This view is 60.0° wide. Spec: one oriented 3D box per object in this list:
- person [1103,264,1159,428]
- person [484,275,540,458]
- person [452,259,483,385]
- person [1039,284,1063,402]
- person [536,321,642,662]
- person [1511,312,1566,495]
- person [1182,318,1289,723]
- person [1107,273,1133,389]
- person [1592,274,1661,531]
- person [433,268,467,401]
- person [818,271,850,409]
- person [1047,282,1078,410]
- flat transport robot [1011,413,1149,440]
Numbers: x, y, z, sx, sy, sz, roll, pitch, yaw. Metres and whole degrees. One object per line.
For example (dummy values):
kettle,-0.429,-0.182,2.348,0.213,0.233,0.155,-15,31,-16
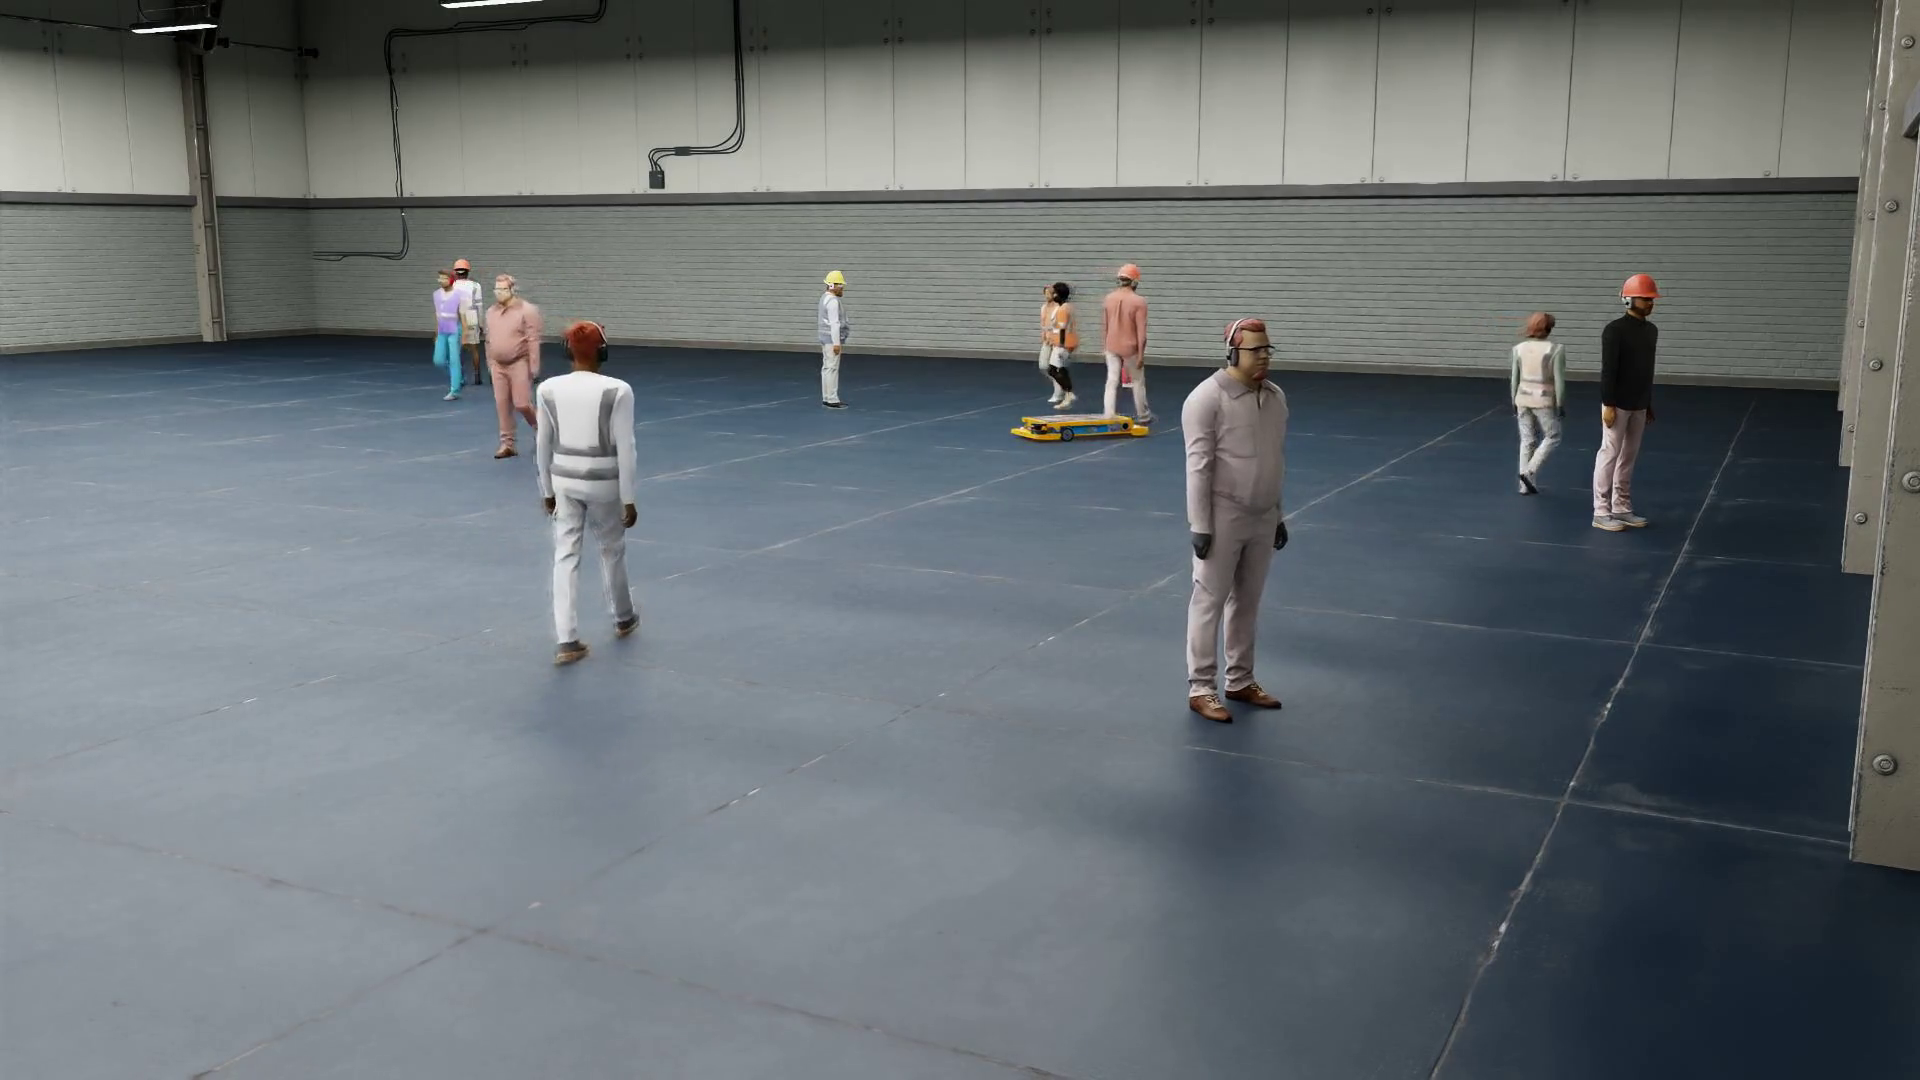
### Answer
person,1.981,-2.233,19.447,0.635,1.945,0.977,7,13,35
person,-4.635,-1.807,17.294,0.664,1.892,0.590,4,11,19
person,-7.609,-3.336,25.542,0.552,1.925,0.376,-5,11,-24
person,1.310,-2.711,22.944,0.386,1.626,0.532,-8,13,-38
person,-2.046,-0.290,9.208,0.597,1.829,0.974,2,10,8
person,5.086,-1.189,14.658,0.377,1.626,0.533,-8,13,-37
person,1.349,-0.102,7.963,0.643,1.910,0.400,-8,13,-37
person,2.441,-3.164,25.047,0.535,1.767,0.315,9,14,40
person,5.245,-1.075,13.031,0.612,1.996,0.388,-7,12,-33
person,-7.115,-2.865,23.213,0.589,1.835,0.436,6,12,28
person,-1.676,-2.648,22.061,0.404,1.829,0.591,-3,11,-16
person,1.330,-2.525,21.779,0.371,1.681,0.552,1,10,8
flat transport robot,1.367,-1.299,18.958,1.431,0.197,0.652,-4,11,-23
